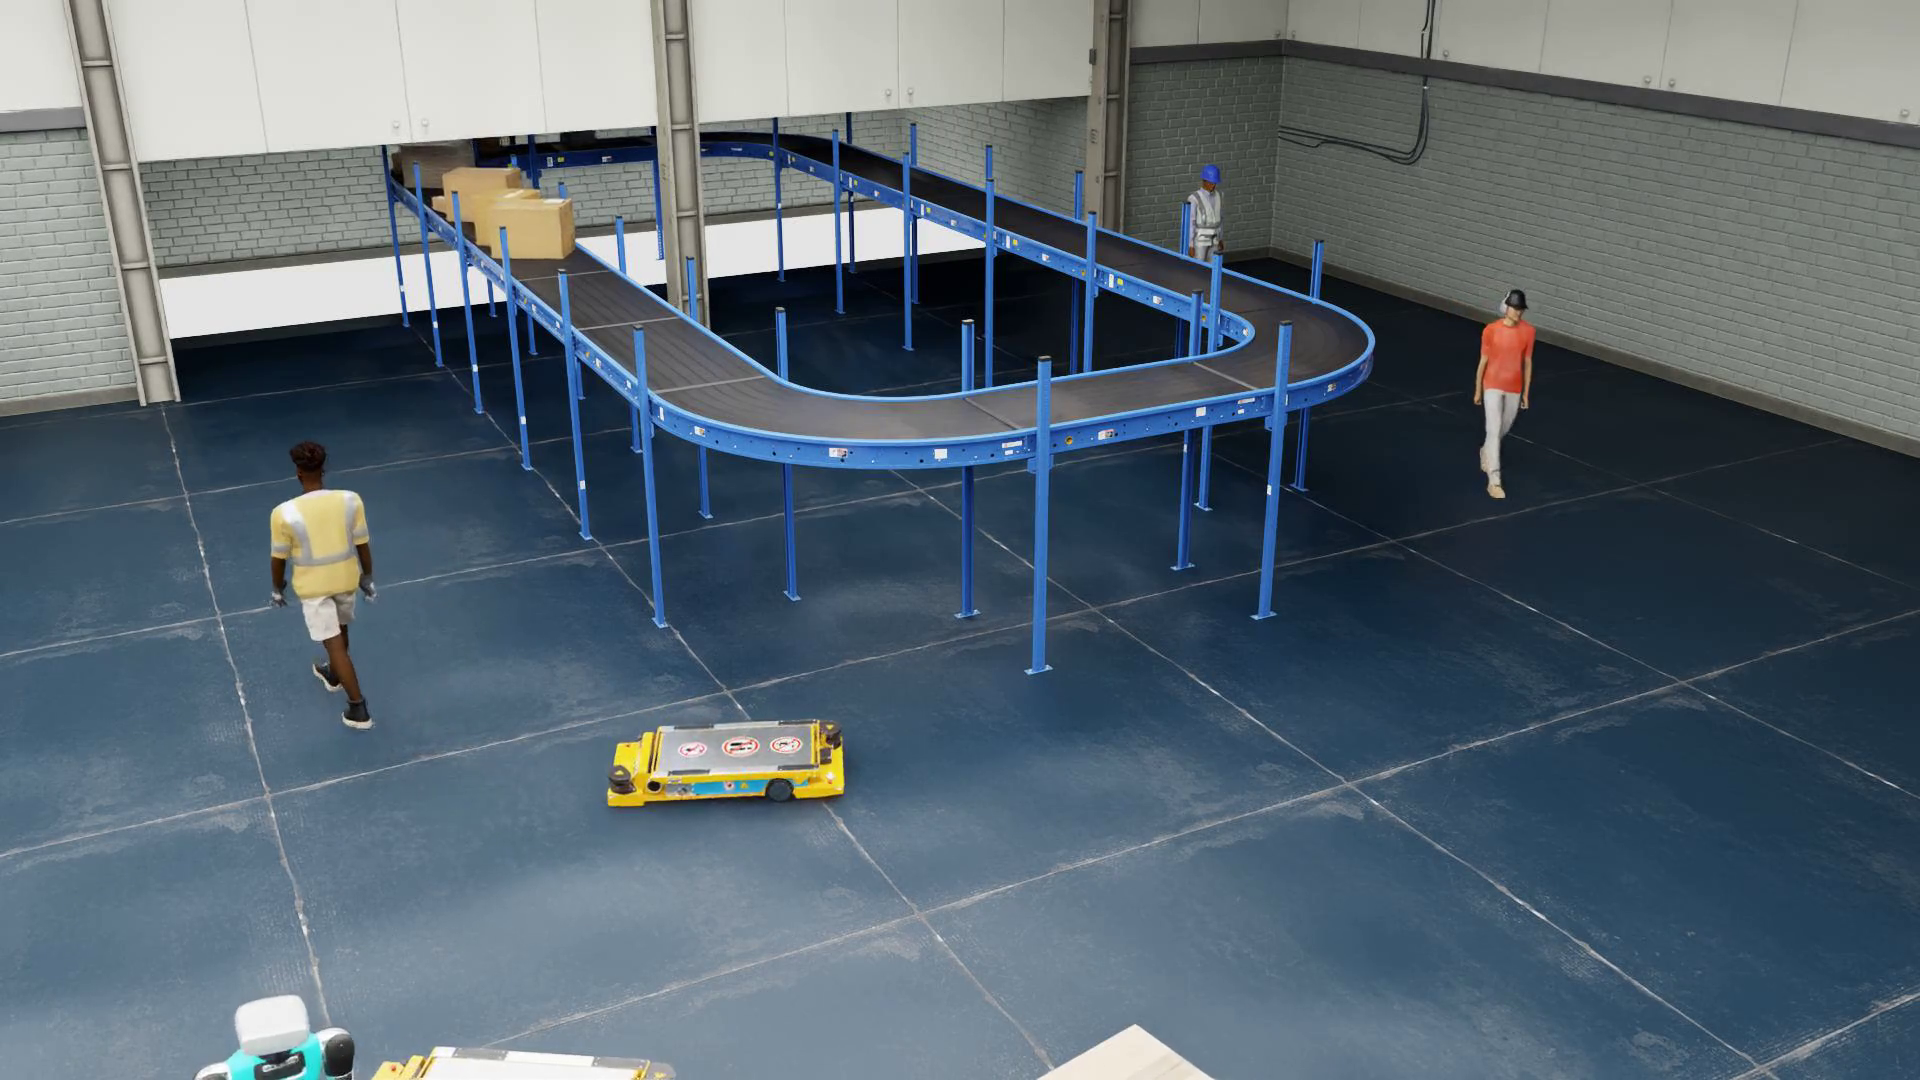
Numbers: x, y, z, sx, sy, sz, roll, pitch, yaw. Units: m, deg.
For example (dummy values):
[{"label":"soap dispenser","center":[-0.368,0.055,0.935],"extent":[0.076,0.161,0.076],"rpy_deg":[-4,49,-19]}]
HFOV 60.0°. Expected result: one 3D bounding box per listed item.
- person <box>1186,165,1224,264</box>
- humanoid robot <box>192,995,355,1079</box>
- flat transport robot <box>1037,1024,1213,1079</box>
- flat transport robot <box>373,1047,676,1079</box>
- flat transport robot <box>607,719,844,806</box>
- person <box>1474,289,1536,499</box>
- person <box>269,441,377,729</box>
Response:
[{"label":"person","center":[3.092,-3.763,20.968],"extent":[0.611,1.933,0.413],"rpy_deg":[-17,28,-36]},{"label":"humanoid robot","center":[-2.255,2.476,5.778],"extent":[0.598,1.768,0.715],"rpy_deg":[-15,27,-33]},{"label":"flat transport robot","center":[0.779,2.948,6.589],"extent":[1.431,0.231,0.659],"rpy_deg":[-17,27,-36]},{"label":"flat transport robot","center":[-2.029,2.598,7.454],"extent":[1.431,0.231,0.659],"rpy_deg":[2,22,5]},{"label":"flat transport robot","center":[-1.454,1.398,10.419],"extent":[1.431,0.231,0.659],"rpy_deg":[-2,22,-5]},{"label":"person","center":[4.949,-1.403,15.211],"extent":[0.476,1.873,0.961],"rpy_deg":[0,22,1]},{"label":"person","center":[-4.237,0.268,11.034],"extent":[0.623,1.898,1.011],"rpy_deg":[-20,29,-40]}]
